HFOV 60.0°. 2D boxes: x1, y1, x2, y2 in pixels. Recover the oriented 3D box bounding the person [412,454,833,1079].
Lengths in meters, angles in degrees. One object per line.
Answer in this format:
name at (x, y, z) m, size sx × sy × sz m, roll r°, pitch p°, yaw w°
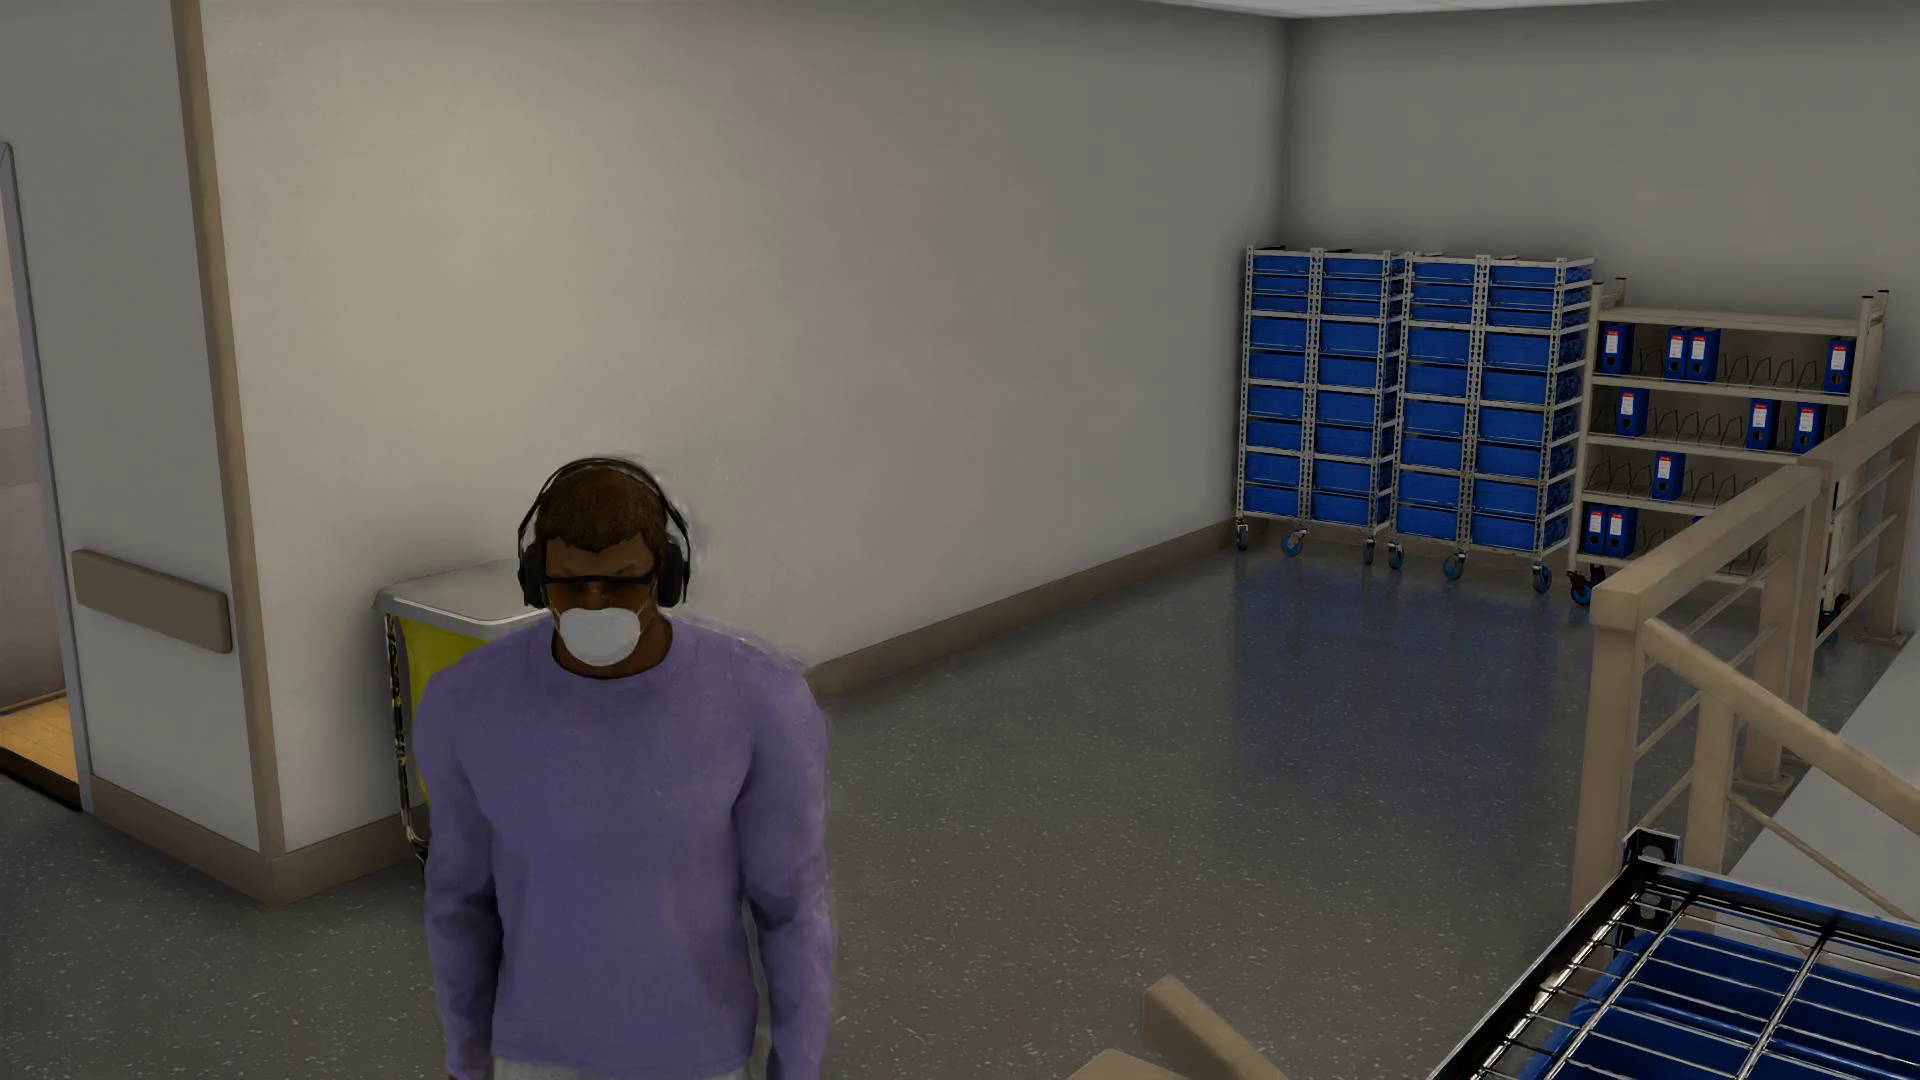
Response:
person at (-0.512, 0.770, 2.690) m, size 0.631 × 1.917 × 0.831 m, roll 0°, pitch 13°, yaw 0°
